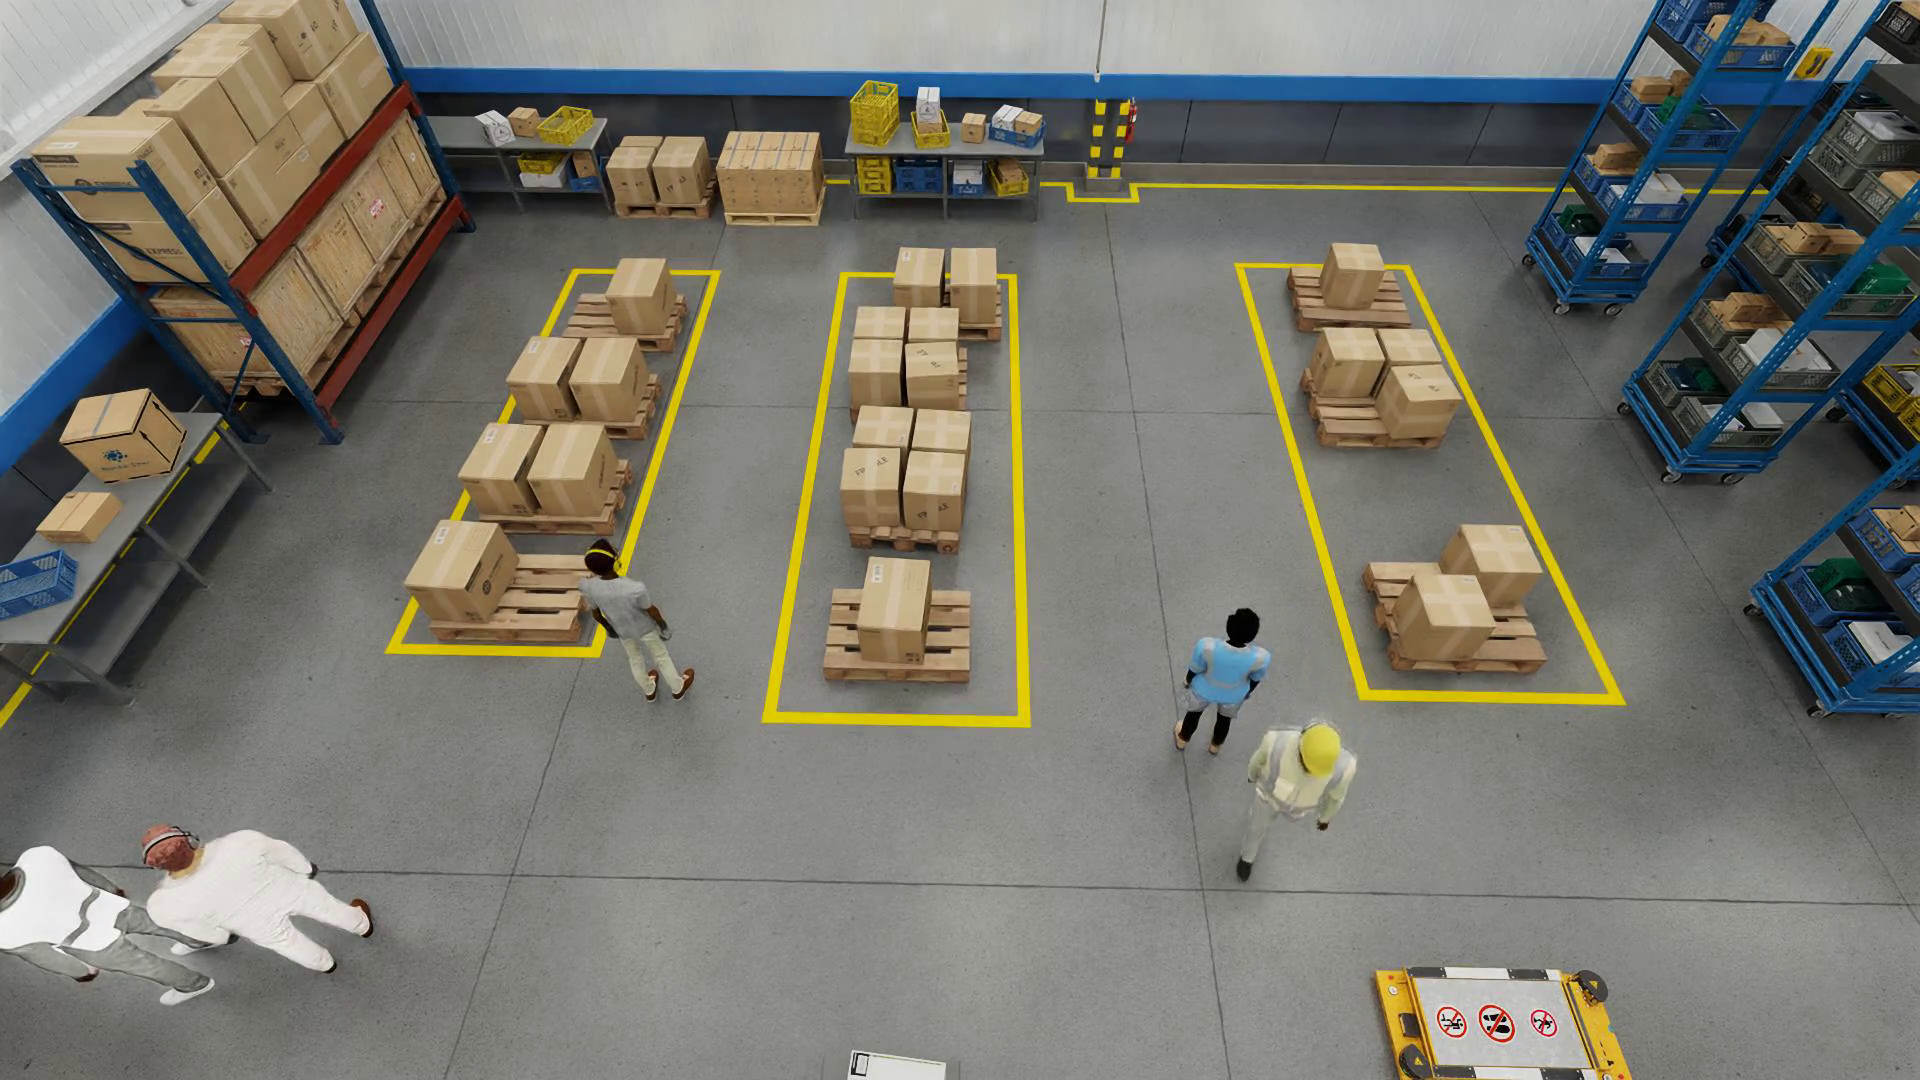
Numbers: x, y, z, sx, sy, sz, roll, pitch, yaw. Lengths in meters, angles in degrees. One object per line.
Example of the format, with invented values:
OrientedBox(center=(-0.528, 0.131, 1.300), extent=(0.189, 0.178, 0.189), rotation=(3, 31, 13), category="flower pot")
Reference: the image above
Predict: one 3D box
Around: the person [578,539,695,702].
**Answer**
OrientedBox(center=(-2.446, 0.641, 6.922), extent=(0.507, 1.872, 0.329), rotation=(1, 51, 1), category="person")

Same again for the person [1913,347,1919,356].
OrientedBox(center=(10.867, -2.583, 9.482), extent=(0.411, 1.986, 0.604), rotation=(6, 51, 5), category="person")

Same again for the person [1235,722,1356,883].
OrientedBox(center=(2.227, 1.621, 6.170), extent=(0.599, 1.801, 0.791), rotation=(15, 52, 12), category="person")

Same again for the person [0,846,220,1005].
OrientedBox(center=(-5.215, 2.328, 5.526), extent=(0.391, 1.909, 0.584), rotation=(-12, 52, -9), category="person")

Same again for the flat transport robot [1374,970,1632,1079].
OrientedBox(center=(3.501, 3.133, 5.914), extent=(1.431, 0.197, 0.652), rotation=(1, 51, 1), category="flat transport robot")

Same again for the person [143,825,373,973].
OrientedBox(center=(-4.308, 2.193, 5.633), extent=(0.407, 1.910, 0.638), rotation=(31, 57, 23), category="person")

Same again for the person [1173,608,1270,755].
OrientedBox(center=(1.890, 1.060, 6.689), extent=(0.540, 1.697, 0.317), rotation=(9, 51, 8), category="person")
